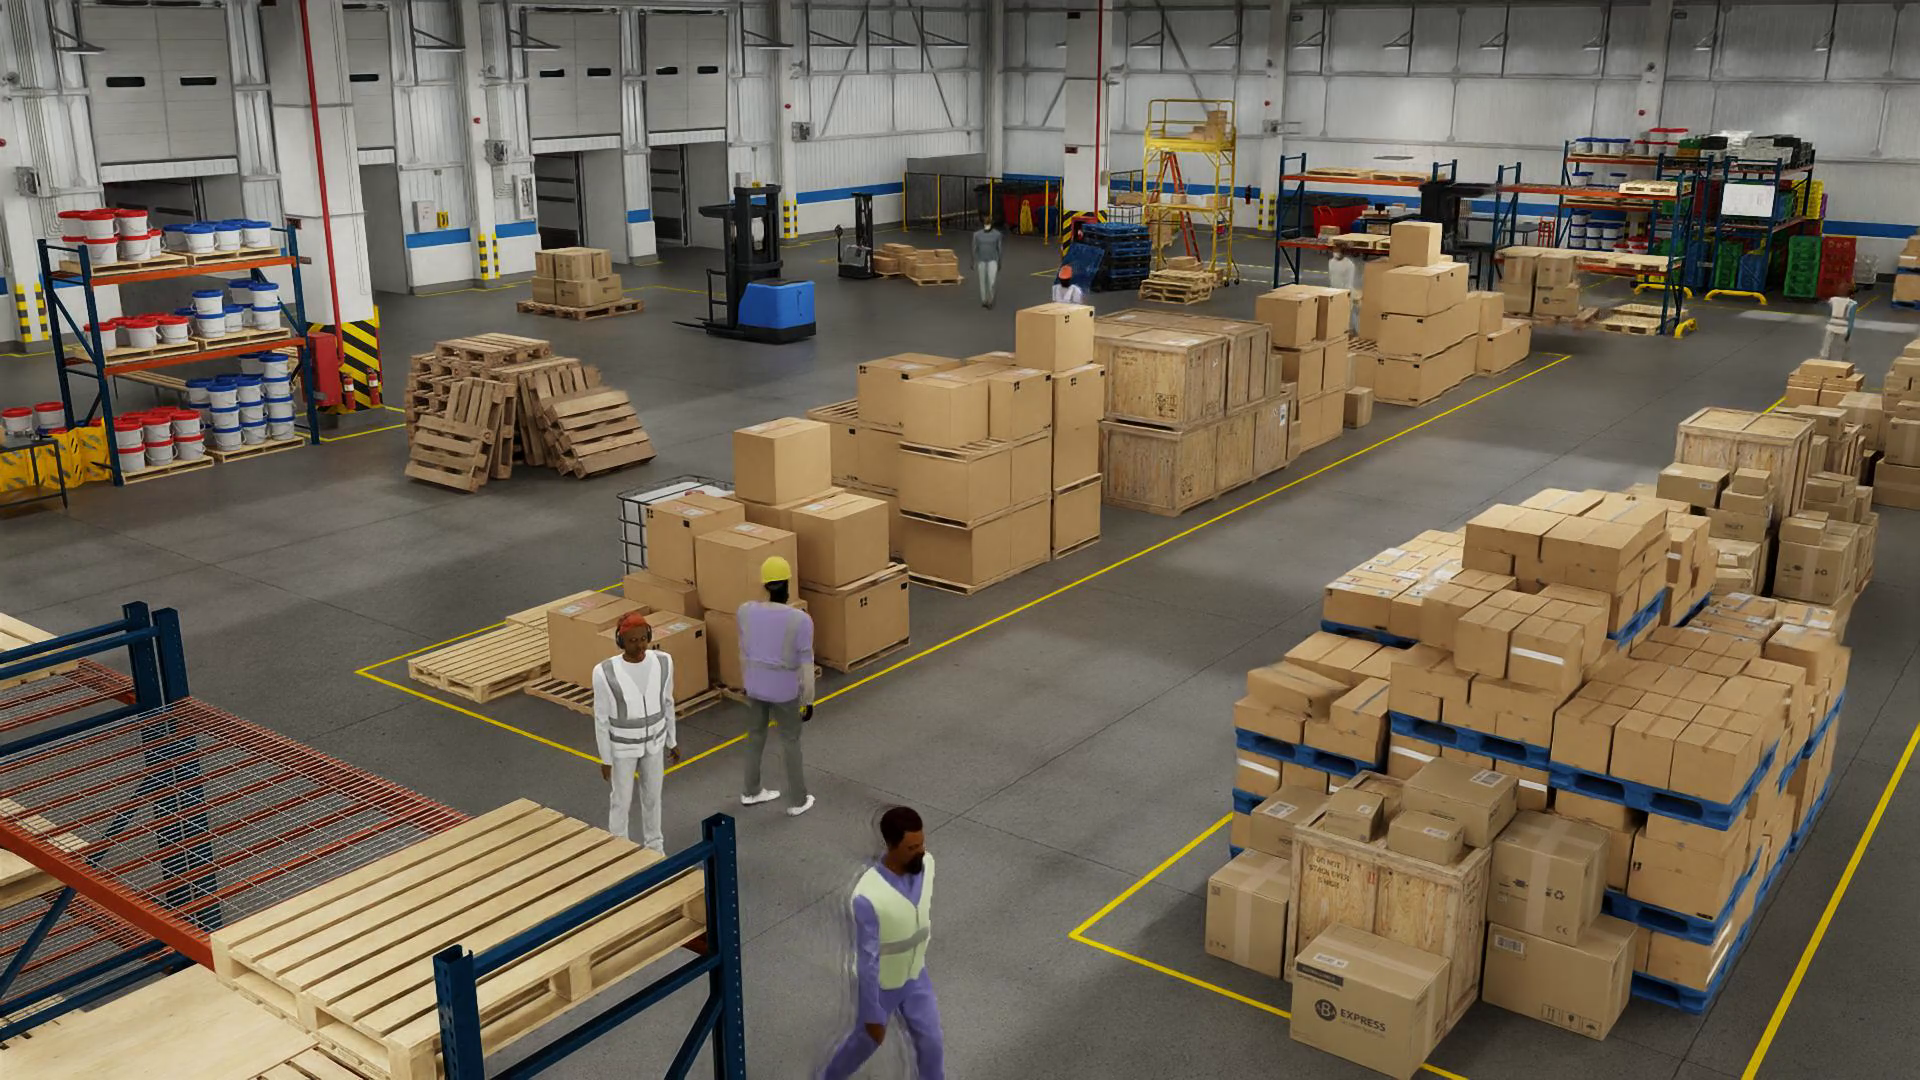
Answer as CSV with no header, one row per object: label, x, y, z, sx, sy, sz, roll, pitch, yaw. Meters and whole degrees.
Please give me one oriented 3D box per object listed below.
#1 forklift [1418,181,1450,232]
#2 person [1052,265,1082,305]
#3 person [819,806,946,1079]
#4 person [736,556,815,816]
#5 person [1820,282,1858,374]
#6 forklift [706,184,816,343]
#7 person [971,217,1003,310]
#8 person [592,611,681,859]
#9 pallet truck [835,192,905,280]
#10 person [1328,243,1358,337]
forklift,8.889,-5.363,31.534,1.873,2.768,1.129,9,19,29
person,1.770,-3.616,27.461,0.559,1.890,0.975,9,19,27
person,-0.360,2.170,8.310,0.993,1.879,0.607,12,21,35
person,-1.312,1.052,11.949,0.620,1.914,0.454,4,17,14
person,14.489,-3.435,27.340,0.855,1.595,0.516,-10,19,-30
forklift,-3.717,-5.181,30.929,1.873,2.768,1.129,12,21,35
person,0.544,-5.707,34.352,0.651,1.891,1.007,2,17,7
person,-2.115,1.369,10.941,0.574,1.883,0.361,-12,21,-35
pallet truck,-1.936,-7.159,38.982,1.885,1.965,0.823,-12,21,-34
person,6.977,-4.499,30.416,1.078,1.874,0.641,-13,21,-37
